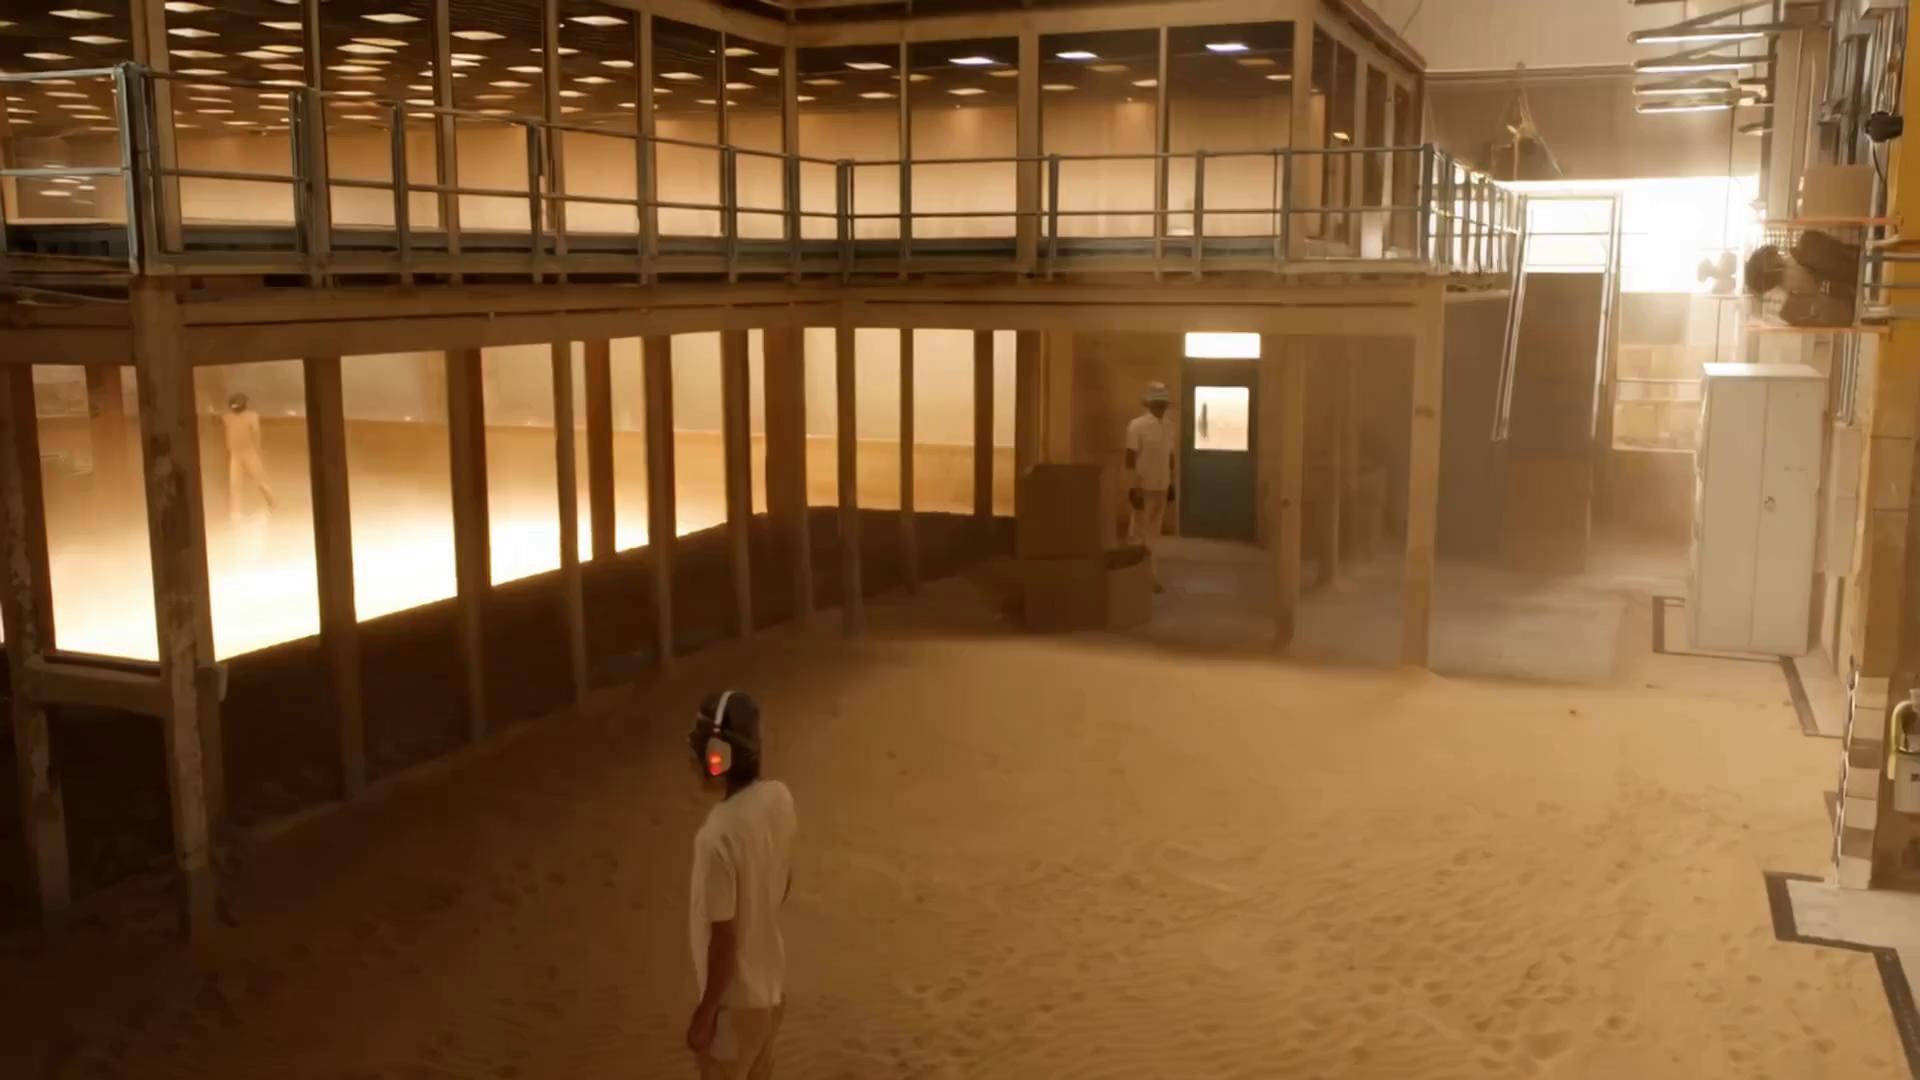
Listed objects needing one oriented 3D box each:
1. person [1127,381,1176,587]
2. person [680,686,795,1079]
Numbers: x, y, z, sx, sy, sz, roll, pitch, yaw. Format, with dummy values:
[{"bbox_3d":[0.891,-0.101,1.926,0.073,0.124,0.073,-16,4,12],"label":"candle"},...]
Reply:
[{"bbox_3d":[1.874,-0.545,16.156,0.623,1.992,0.397,-8,12,-41],"label":"person"},{"bbox_3d":[-0.664,1.343,4.902,0.328,1.870,0.512,3,10,16],"label":"person"}]
